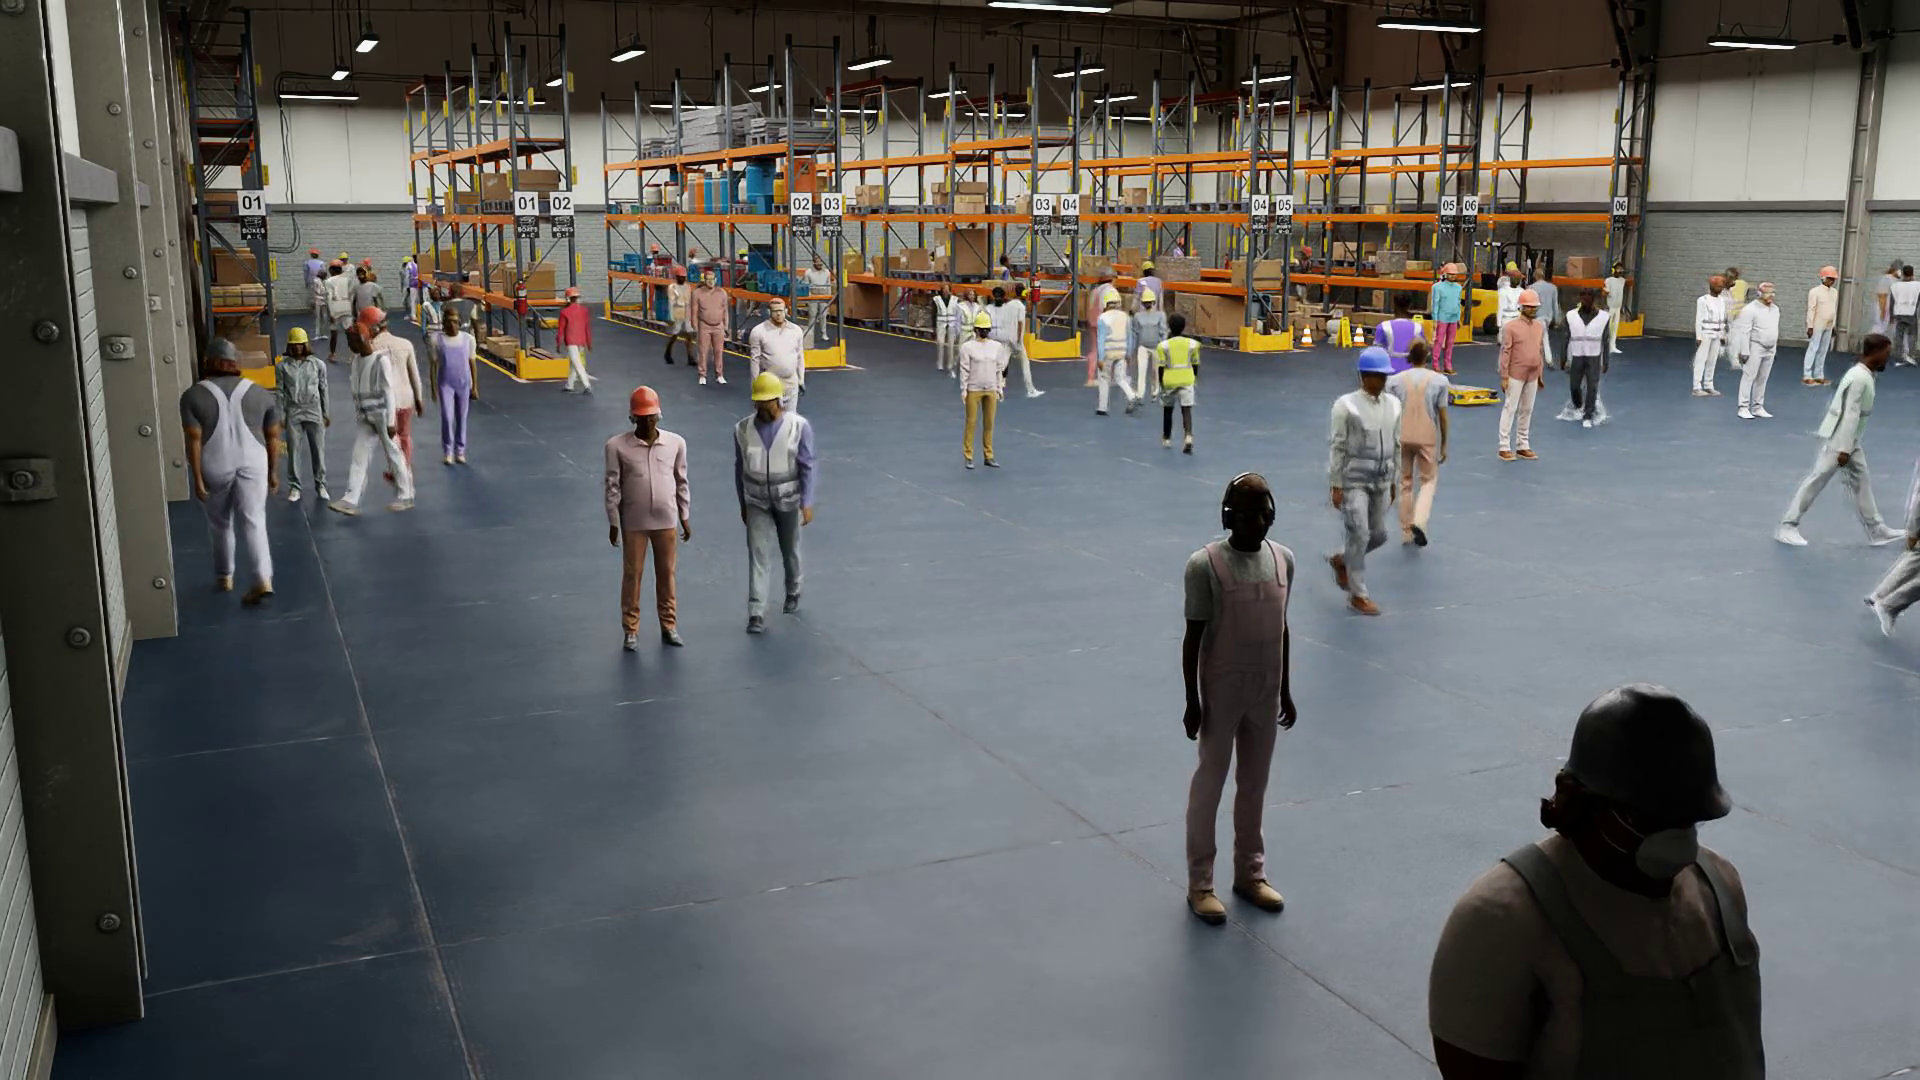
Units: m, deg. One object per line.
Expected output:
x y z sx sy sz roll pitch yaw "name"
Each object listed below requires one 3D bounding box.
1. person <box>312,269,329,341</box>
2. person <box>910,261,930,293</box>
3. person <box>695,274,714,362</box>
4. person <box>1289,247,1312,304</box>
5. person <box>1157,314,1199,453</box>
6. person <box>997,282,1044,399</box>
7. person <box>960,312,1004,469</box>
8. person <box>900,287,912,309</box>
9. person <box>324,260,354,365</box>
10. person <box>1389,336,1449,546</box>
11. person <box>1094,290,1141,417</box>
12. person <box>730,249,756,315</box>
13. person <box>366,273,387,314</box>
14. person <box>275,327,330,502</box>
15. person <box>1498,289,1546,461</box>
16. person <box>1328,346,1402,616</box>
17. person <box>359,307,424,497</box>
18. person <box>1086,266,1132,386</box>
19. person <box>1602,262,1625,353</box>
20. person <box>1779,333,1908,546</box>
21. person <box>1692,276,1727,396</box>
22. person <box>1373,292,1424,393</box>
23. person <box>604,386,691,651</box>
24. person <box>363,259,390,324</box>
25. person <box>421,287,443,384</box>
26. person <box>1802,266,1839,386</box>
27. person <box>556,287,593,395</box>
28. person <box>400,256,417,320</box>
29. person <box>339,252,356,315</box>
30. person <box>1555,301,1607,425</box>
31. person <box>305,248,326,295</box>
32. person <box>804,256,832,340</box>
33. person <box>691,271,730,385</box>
-14.561 -5.344 37.797 0.327 1.608 0.627 1 11 7 "person"
-1.073 -6.929 45.090 0.655 1.904 0.407 -5 12 -23 "person"
-4.915 -4.278 32.101 0.498 1.715 0.699 -6 13 -28 "person"
9.038 -6.752 44.025 0.699 1.968 0.962 -5 12 -24 "person"
2.642 -1.901 20.120 0.527 1.671 0.809 0 11 0 "person"
0.836 -3.092 25.867 1.012 1.815 0.537 -7 13 -33 "person"
0.253 -1.687 18.805 0.535 1.767 0.316 -5 12 -23 "person"
-1.578 -7.710 49.805 0.547 1.618 0.342 -11 15 -43 "person"
-11.826 -4.336 31.698 1.048 1.975 0.641 9 14 38 "person"
3.926 -0.834 14.314 0.516 1.827 0.453 5 12 23 "person"
2.205 -2.615 23.427 0.625 1.802 0.688 -7 13 -33 "person"
-6.113 -7.237 46.725 0.916 1.876 0.602 7 13 30 "person"
-12.687 -4.981 35.979 0.516 1.597 0.838 -2 11 -8 "person"
-6.577 -1.257 16.677 0.494 1.743 0.307 -5 12 -23 "person"
6.571 -1.920 19.404 0.625 1.992 0.388 -5 12 -23 "person"
2.893 -0.450 12.082 0.604 1.935 0.642 -5 12 -23 "person"
-5.846 -1.416 17.038 0.900 1.918 0.629 10 15 41 "person"
2.479 -3.585 27.748 0.921 2.000 0.714 -7 13 -31 "person"
13.491 -4.781 34.267 0.538 1.869 0.313 -5 12 -23 "person"
7.691 -0.849 14.342 1.039 1.842 0.688 7 13 31 "person"
11.855 -3.214 26.263 0.587 1.883 0.341 -5 12 -23 "person"
5.317 -2.050 20.285 0.630 1.923 0.998 -2 11 -10 "person"
-2.054 -0.146 11.005 0.575 1.749 0.335 -5 12 -23 "person"
-15.022 -6.298 42.398 0.894 1.703 0.580 6 13 28 "person"
-8.844 -3.454 28.147 0.523 1.625 0.349 -6 13 -27 "person"
14.413 -3.569 27.791 0.625 1.991 0.394 -5 12 -23 "person"
-6.116 -3.160 26.440 0.845 1.718 0.570 8 14 36 "person"
-14.770 -6.743 44.612 0.500 1.723 0.552 0 11 -2 "person"
-17.288 -7.203 46.838 0.535 1.767 0.316 -5 12 -23 "person"
8.593 -2.436 22.824 0.512 1.699 0.918 -5 12 -26 "person"
-18.039 -7.210 46.579 0.559 1.872 0.990 -4 12 -20 "person"
-3.203 -5.463 37.638 0.655 1.906 0.407 -5 12 -23 "person"
-4.192 -3.573 28.030 0.655 1.906 0.407 -5 12 -23 "person"
